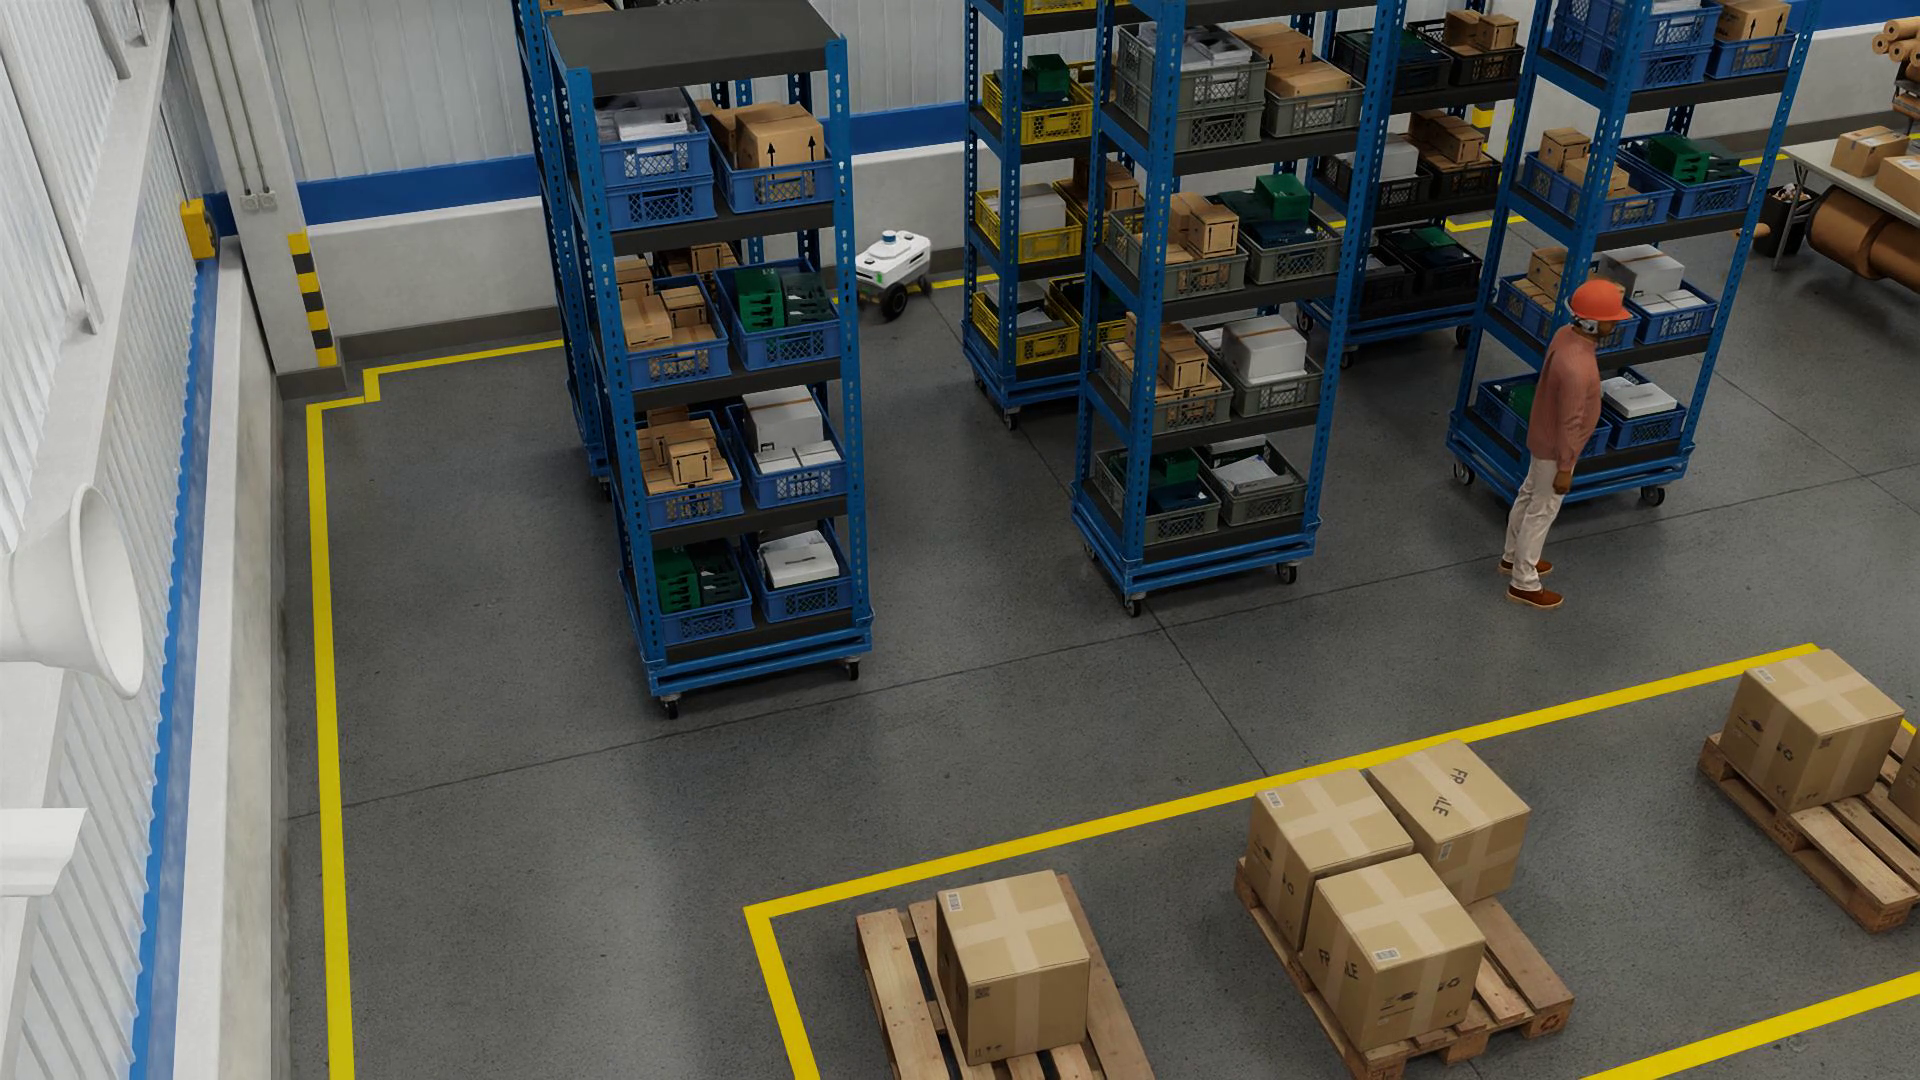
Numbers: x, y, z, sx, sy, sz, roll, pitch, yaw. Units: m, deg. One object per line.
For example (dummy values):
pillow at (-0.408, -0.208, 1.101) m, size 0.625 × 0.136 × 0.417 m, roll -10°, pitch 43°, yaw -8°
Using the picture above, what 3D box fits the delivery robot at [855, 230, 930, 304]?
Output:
delivery robot at (-0.537, -2.131, 12.730) m, size 0.477 × 0.478 × 0.707 m, roll 21°, pitch 40°, yaw 27°

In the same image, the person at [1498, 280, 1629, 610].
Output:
person at (3.360, -0.543, 9.318) m, size 0.377 × 1.995 × 0.608 m, roll 5°, pitch 36°, yaw 7°
